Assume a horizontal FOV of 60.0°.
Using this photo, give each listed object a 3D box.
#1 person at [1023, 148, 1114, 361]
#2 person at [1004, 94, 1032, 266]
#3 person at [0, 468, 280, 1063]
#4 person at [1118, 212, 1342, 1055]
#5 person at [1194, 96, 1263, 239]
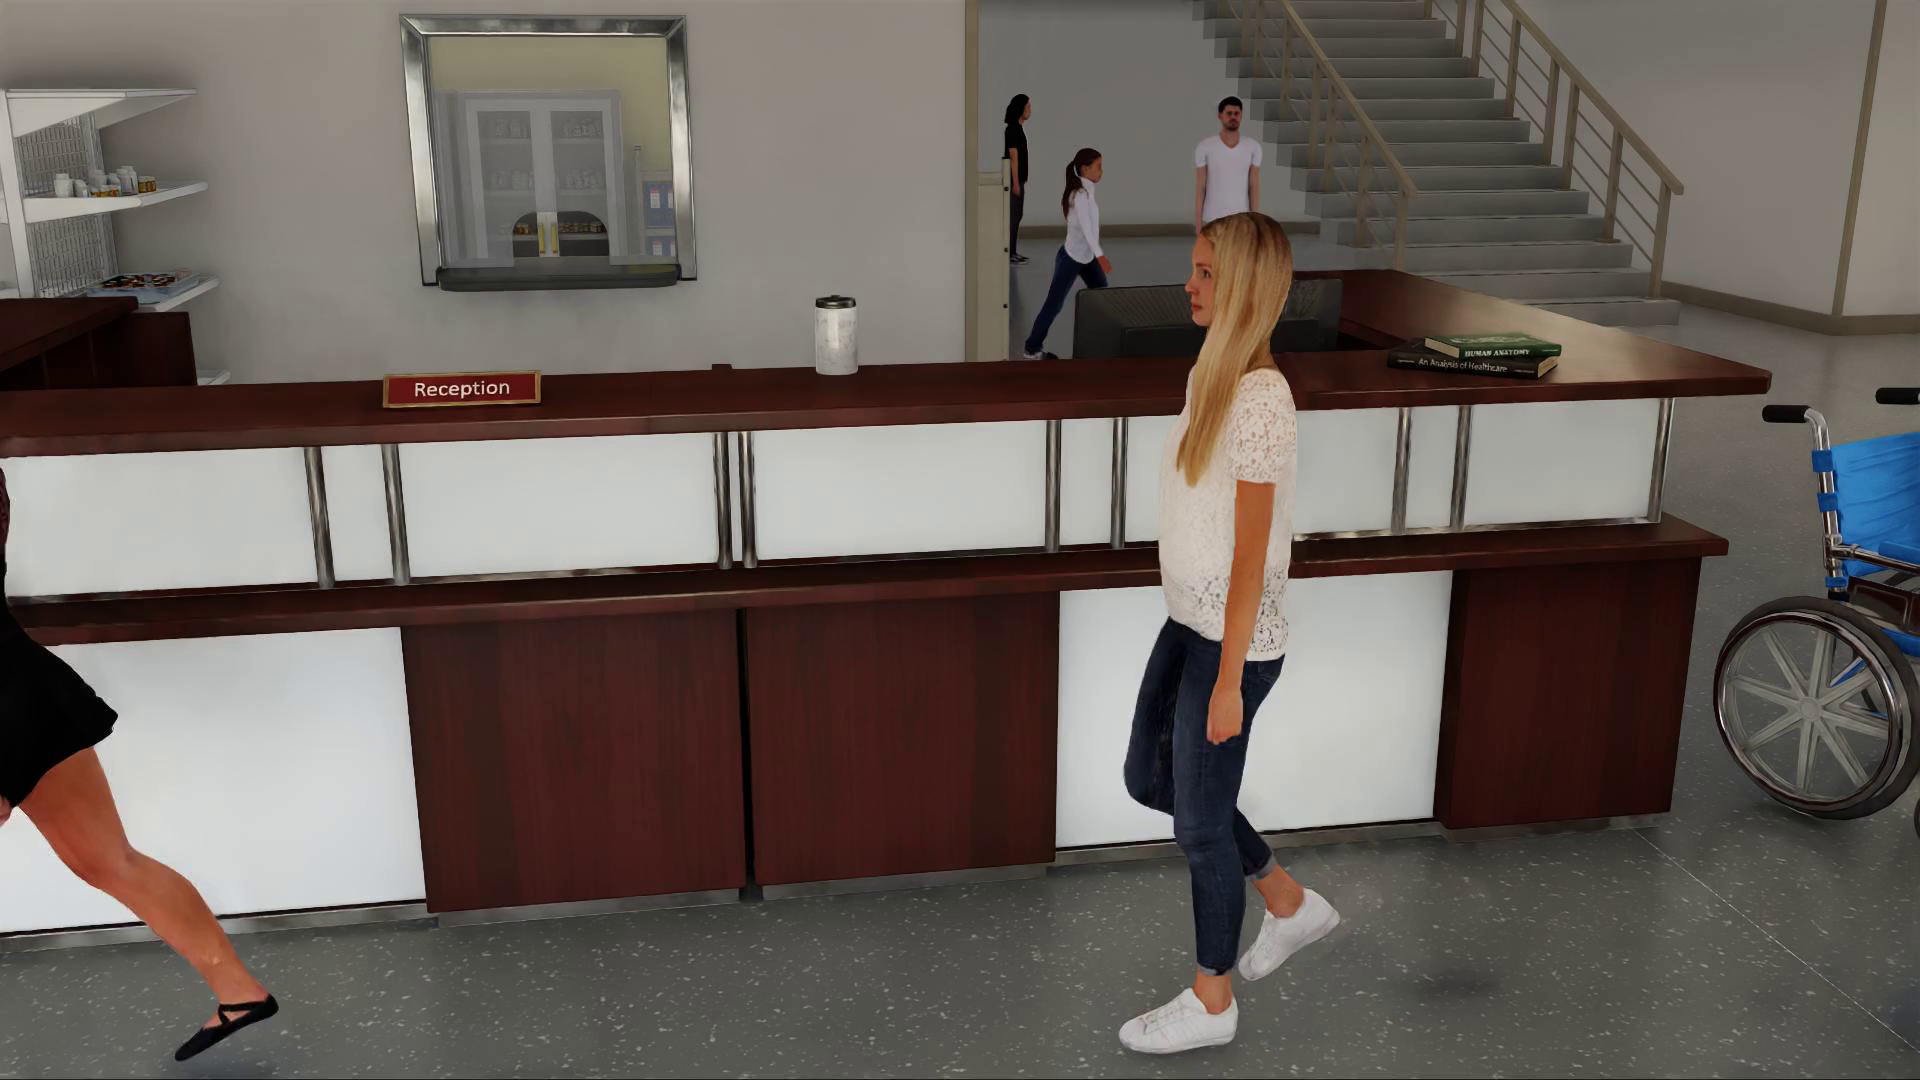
[{"bbox_3d":[0.754,-1.967,11.822,0.933,1.501,1.095,5,17,17],"label":"person"},{"bbox_3d":[0.601,-3.989,18.370,0.755,1.828,0.578,2,16,8],"label":"person"},{"bbox_3d":[-1.822,0.378,3.264,0.660,1.632,1.090,-2,16,-7],"label":"person"},{"bbox_3d":[0.625,0.231,3.481,0.685,1.797,0.687,-2,16,-6],"label":"person"},{"bbox_3d":[2.050,-2.477,12.952,0.761,1.870,1.073,-1,16,-2],"label":"person"}]
